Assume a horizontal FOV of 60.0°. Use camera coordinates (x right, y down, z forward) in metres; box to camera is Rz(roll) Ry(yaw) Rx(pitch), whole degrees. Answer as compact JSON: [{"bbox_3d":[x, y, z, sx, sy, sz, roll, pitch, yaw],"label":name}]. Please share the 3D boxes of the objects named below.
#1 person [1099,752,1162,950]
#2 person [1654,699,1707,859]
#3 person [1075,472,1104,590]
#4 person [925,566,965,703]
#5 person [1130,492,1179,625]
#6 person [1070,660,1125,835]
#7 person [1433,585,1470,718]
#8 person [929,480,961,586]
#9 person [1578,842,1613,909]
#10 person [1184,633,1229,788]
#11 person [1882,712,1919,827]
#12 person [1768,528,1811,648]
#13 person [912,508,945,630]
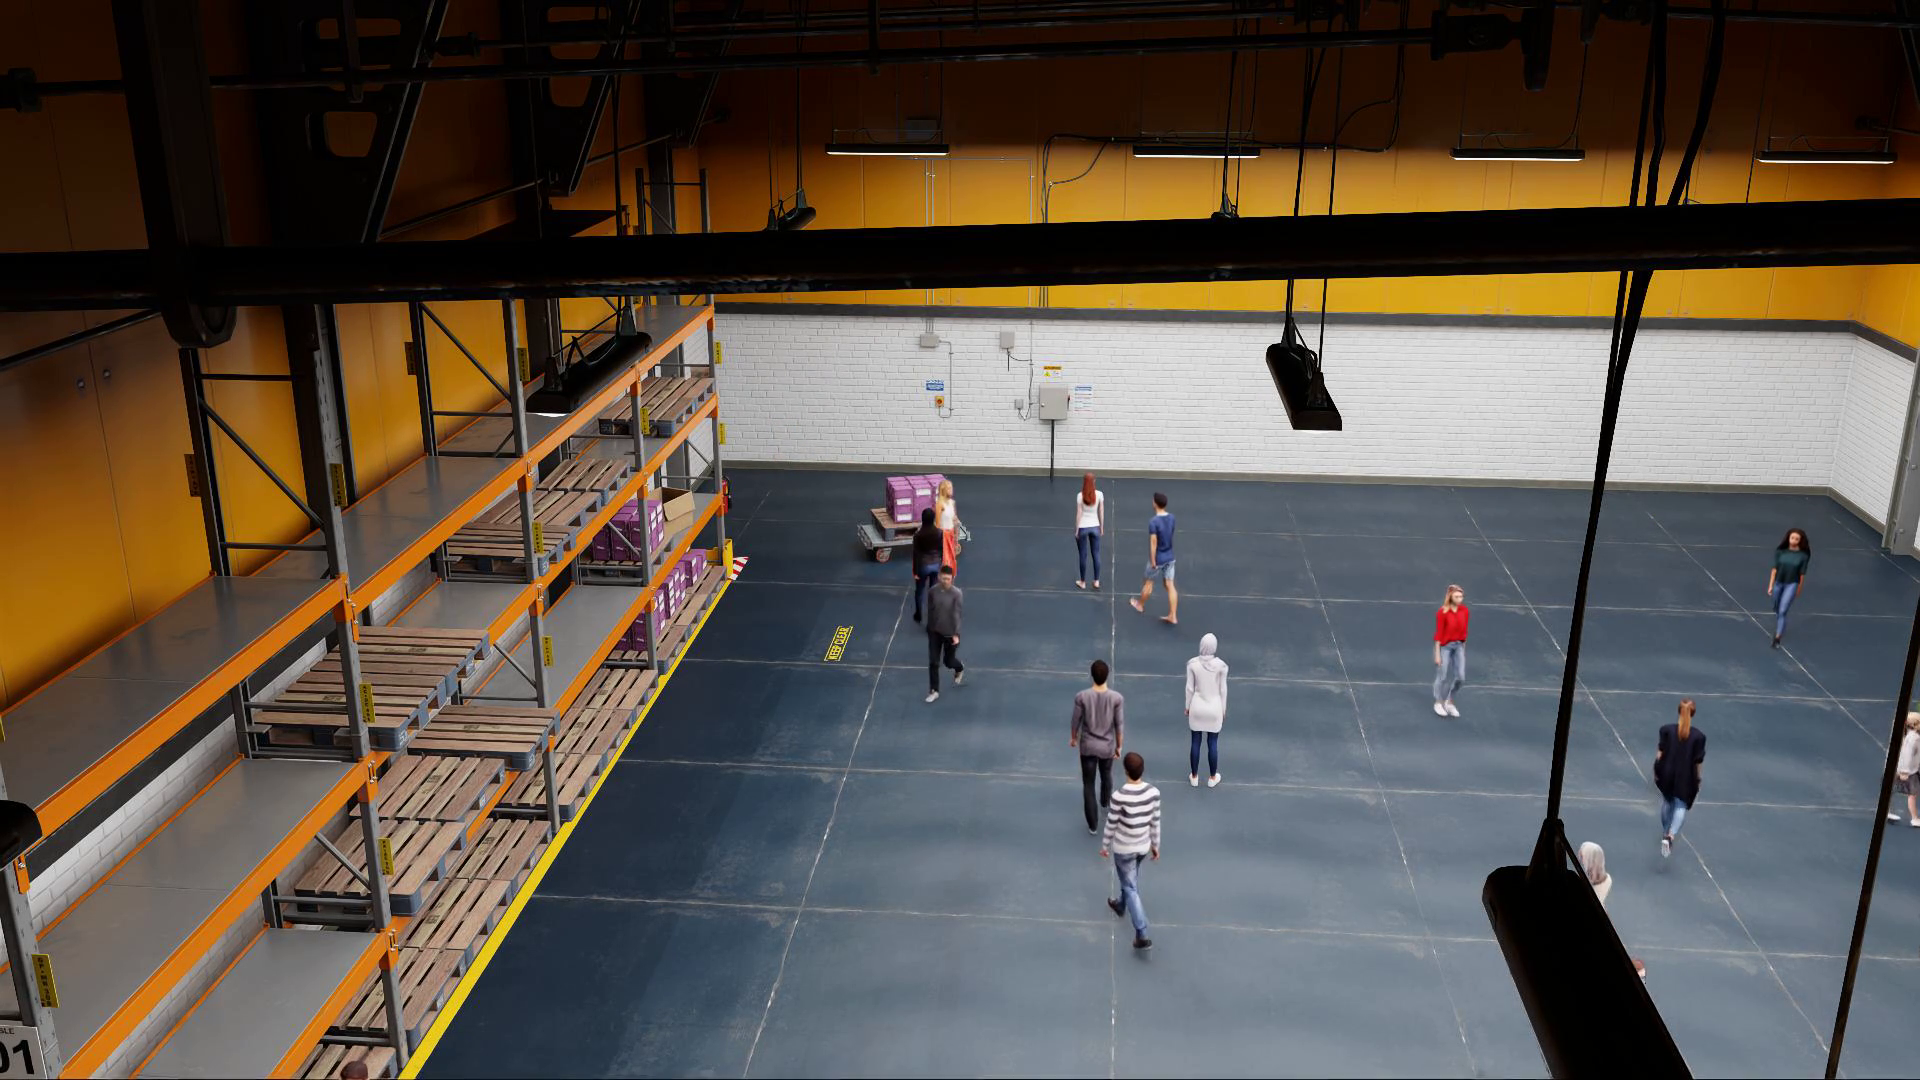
[{"bbox_3d":[1.614,2.876,15.238,1.030,1.803,1.321,-7,20,-20],"label":"person"},{"bbox_3d":[7.230,2.422,16.800,0.906,1.665,1.100,11,22,30],"label":"person"},{"bbox_3d":[1.879,-0.144,24.308,0.632,1.737,0.611,-4,19,-11],"label":"person"},{"bbox_3d":[-0.155,1.122,20.540,0.821,1.741,1.041,8,20,23],"label":"person"},{"bbox_3d":[2.837,0.289,22.920,1.026,1.803,1.180,-10,21,-28],"label":"person"},{"bbox_3d":[1.431,2.176,17.284,0.762,1.822,1.060,0,19,0],"label":"person"},{"bbox_3d":[5.861,1.308,20.071,0.728,1.689,0.732,-5,19,-15],"label":"person"},{"bbox_3d":[-0.300,0.005,23.772,0.844,1.797,0.783,11,22,30],"label":"person"},{"bbox_3d":[5.235,3.362,13.918,0.871,1.724,1.023,-8,20,-22],"label":"person"},{"bbox_3d":[2.696,1.870,18.267,0.645,1.775,0.590,5,19,15],"label":"person"},{"bbox_3d":[9.897,2.391,17.526,0.703,1.260,0.751,7,20,20],"label":"person"},{"bbox_3d":[11.092,0.601,22.323,0.965,1.592,1.122,15,24,37],"label":"person"},{"bbox_3d":[-0.386,0.442,22.577,0.784,1.731,0.984,-5,19,-13],"label":"person"}]
